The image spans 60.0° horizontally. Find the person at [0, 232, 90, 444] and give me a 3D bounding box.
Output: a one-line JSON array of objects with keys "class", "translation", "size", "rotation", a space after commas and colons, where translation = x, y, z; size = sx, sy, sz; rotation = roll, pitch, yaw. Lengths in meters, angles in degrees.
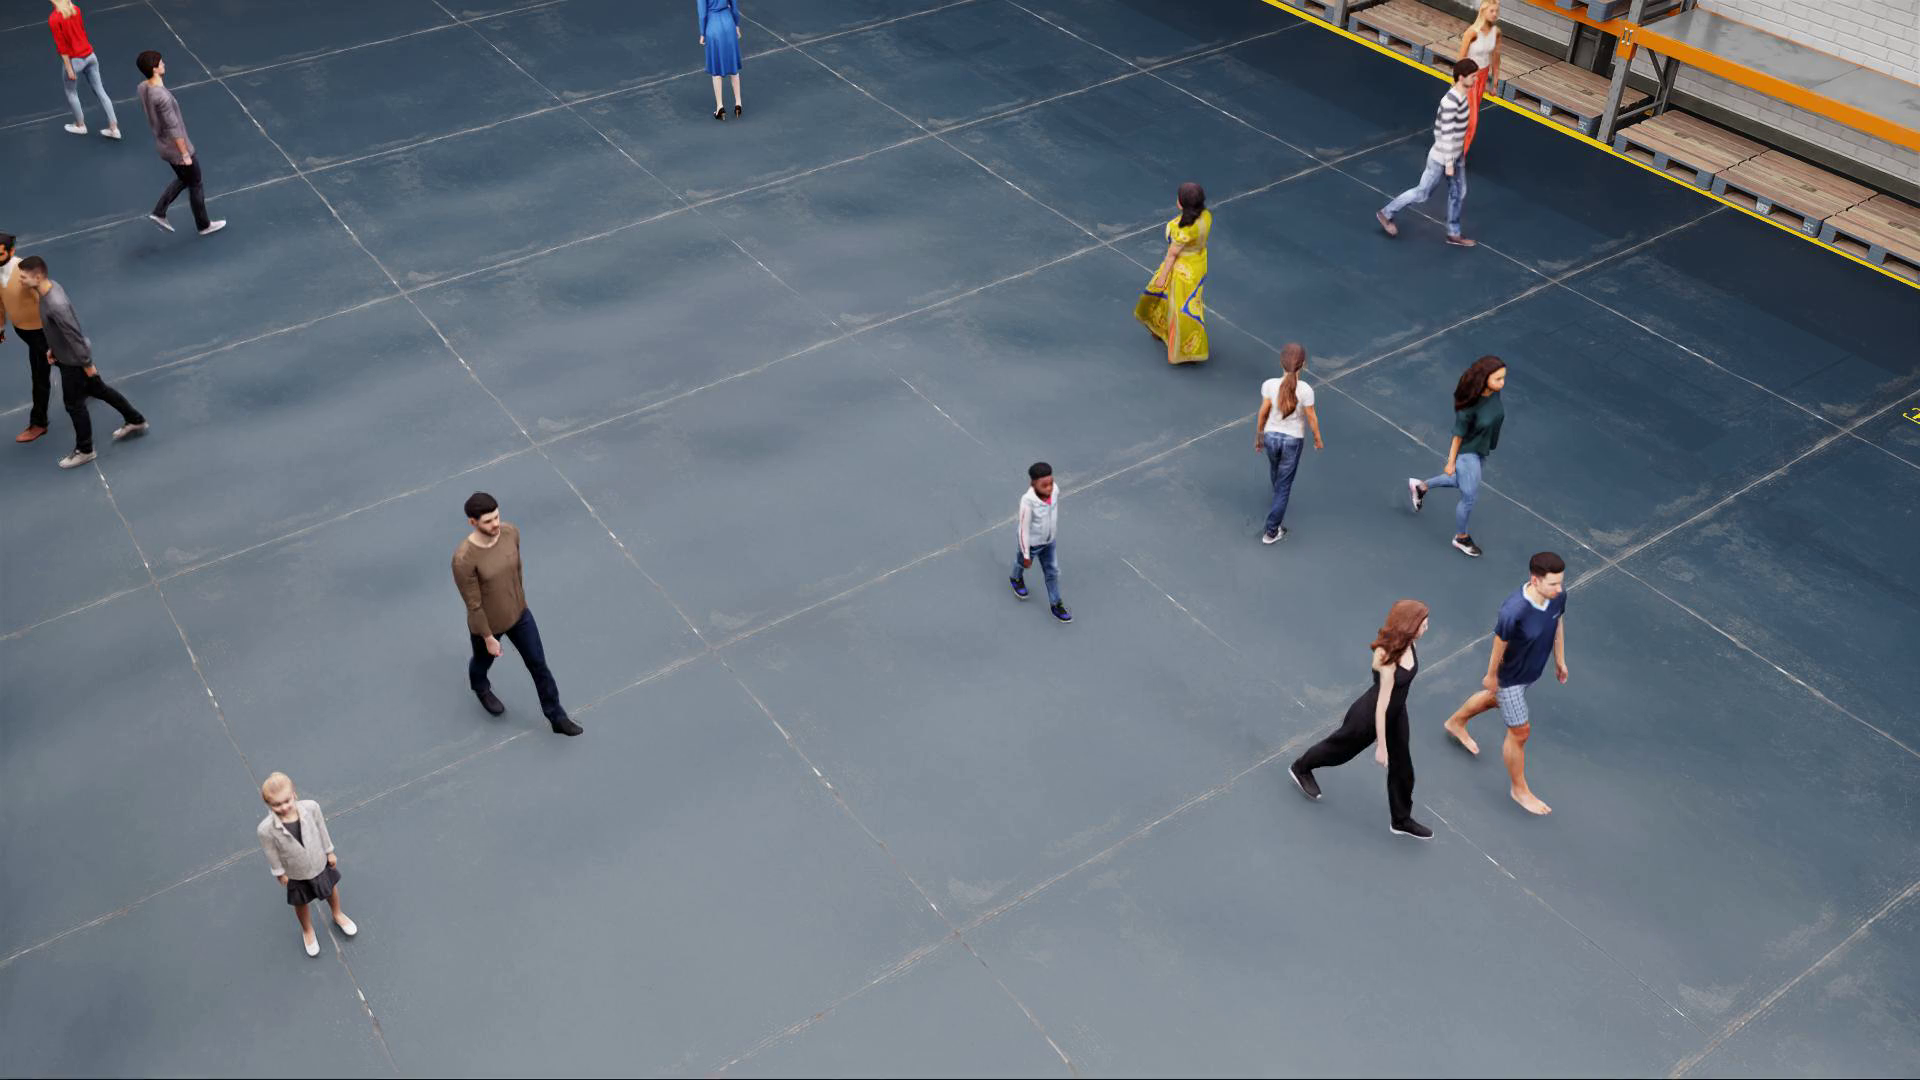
[{"class": "person", "translation": [-7.381, -1.736, 13.408], "size": [1.225, 1.700, 1.115], "rotation": [18, 42, 21]}]

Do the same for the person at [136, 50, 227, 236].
[{"class": "person", "translation": [-7.520, -3.694, 15.752], "size": [0.880, 1.834, 0.841], "rotation": [30, 47, 32]}]

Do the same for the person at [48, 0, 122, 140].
[{"class": "person", "translation": [-9.219, -5.031, 17.552], "size": [1.015, 1.679, 0.924], "rotation": [12, 40, 14]}]

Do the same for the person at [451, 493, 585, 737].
[{"class": "person", "translation": [-2.993, 0.452, 10.555], "size": [1.228, 1.842, 0.852], "rotation": [28, 46, 31]}]

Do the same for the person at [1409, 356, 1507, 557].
[{"class": "person", "translation": [3.664, -0.673, 12.161], "size": [0.633, 1.595, 0.993], "rotation": [-27, 46, -30]}]

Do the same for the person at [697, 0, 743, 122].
[{"class": "person", "translation": [-2.585, -5.422, 17.922], "size": [0.651, 1.828, 0.614], "rotation": [-17, 42, -20]}]

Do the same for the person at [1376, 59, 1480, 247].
[{"class": "person", "translation": [4.479, -3.639, 15.702], "size": [1.289, 1.812, 0.948], "rotation": [23, 44, 26]}]

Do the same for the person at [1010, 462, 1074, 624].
[{"class": "person", "translation": [0.509, -0.050, 11.677], "size": [0.522, 1.226, 0.878], "rotation": [-20, 43, -24]}]

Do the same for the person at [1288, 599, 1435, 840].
[{"class": "person", "translation": [2.402, 1.025, 9.961], "size": [1.253, 1.687, 0.815], "rotation": [28, 46, 31]}]

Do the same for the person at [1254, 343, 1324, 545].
[{"class": "person", "translation": [2.355, -0.679, 12.228], "size": [1.028, 1.521, 0.955], "rotation": [23, 44, 26]}]

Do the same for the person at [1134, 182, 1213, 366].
[{"class": "person", "translation": [1.986, -2.231, 14.074], "size": [1.175, 1.643, 0.999], "rotation": [19, 42, 22]}]

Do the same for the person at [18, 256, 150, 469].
[{"class": "person", "translation": [-6.888, -1.466, 13.043], "size": [0.684, 1.735, 0.874], "rotation": [-22, 44, -25]}]

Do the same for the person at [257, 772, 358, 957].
[{"class": "person", "translation": [-3.685, 1.792, 9.332], "size": [0.497, 1.275, 0.512], "rotation": [-25, 45, -28]}]

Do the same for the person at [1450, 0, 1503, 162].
[{"class": "person", "translation": [5.190, -4.710, 17.058], "size": [0.728, 1.792, 0.816], "rotation": [-15, 41, -18]}]

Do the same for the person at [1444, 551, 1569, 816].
[{"class": "person", "translation": [3.364, 0.745, 10.219], "size": [0.632, 1.803, 1.127], "rotation": [-23, 44, -26]}]
